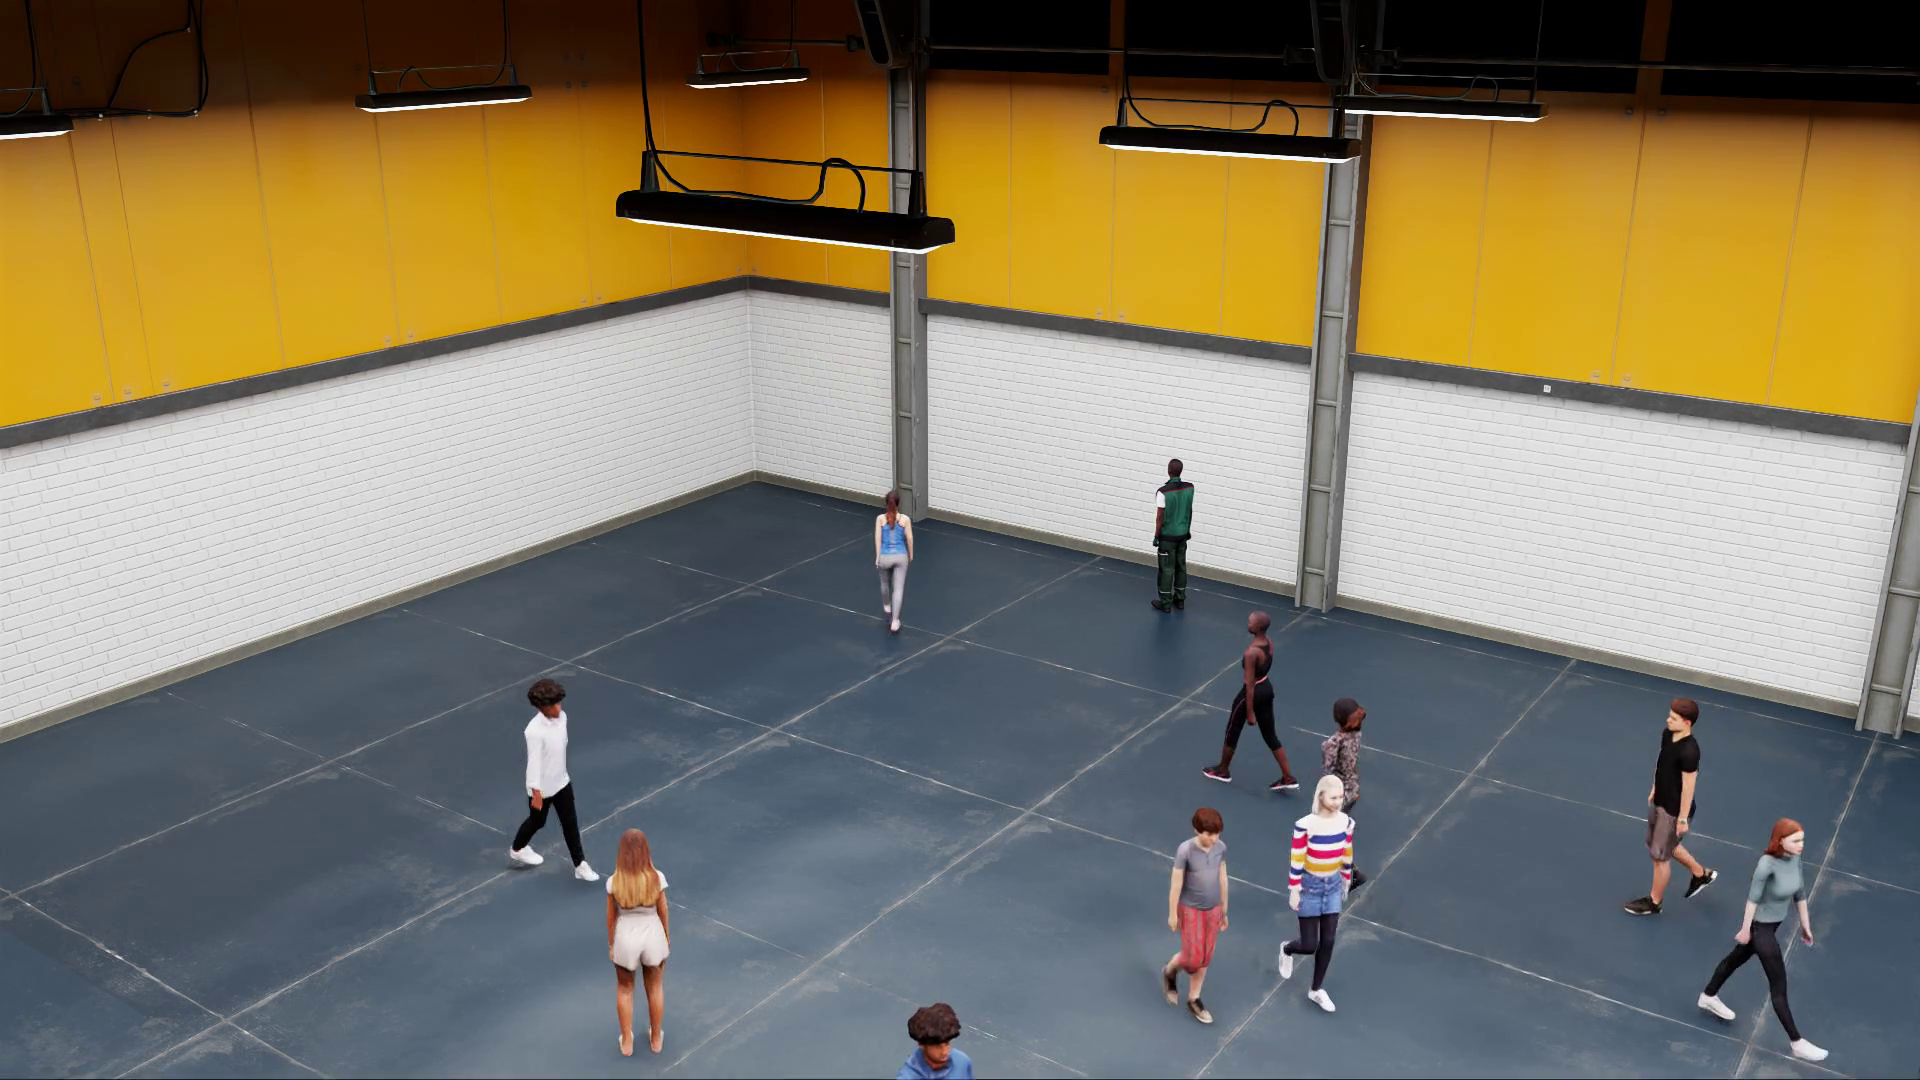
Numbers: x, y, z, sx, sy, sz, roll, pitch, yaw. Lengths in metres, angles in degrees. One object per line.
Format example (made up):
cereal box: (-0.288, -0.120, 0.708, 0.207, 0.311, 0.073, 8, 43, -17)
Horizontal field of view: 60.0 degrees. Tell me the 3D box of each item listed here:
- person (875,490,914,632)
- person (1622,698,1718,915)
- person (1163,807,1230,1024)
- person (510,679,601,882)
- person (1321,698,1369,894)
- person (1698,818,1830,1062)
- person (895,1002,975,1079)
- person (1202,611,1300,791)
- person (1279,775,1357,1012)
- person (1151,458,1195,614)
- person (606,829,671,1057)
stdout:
person: (-0.759, 0.261, 18.882, 1.036, 1.570, 1.004, 0, 19, -1)
person: (5.663, 2.087, 13.029, 1.095, 1.846, 0.957, 1, 19, 3)
person: (1.663, 2.602, 11.822, 0.755, 1.640, 0.841, -7, 20, -19)
person: (-3.430, 1.945, 13.589, 1.171, 1.757, 0.775, 8, 20, 22)
person: (3.092, 2.080, 13.272, 0.699, 1.704, 0.859, -14, 23, -36)
person: (5.506, 2.679, 11.534, 0.857, 1.678, 1.242, -13, 23, -34)
person: (-0.184, 3.362, 9.341, 0.865, 1.783, 1.049, -14, 23, -35)
person: (2.754, 1.479, 15.028, 1.165, 1.723, 0.685, 16, 24, 39)
person: (2.531, 2.486, 11.924, 0.898, 1.795, 0.978, -6, 20, -18)
person: (2.488, -0.064, 19.427, 0.776, 1.839, 0.758, -10, 21, -28)
person: (-2.163, 2.748, 11.310, 0.682, 1.690, 0.739, -3, 19, -10)
